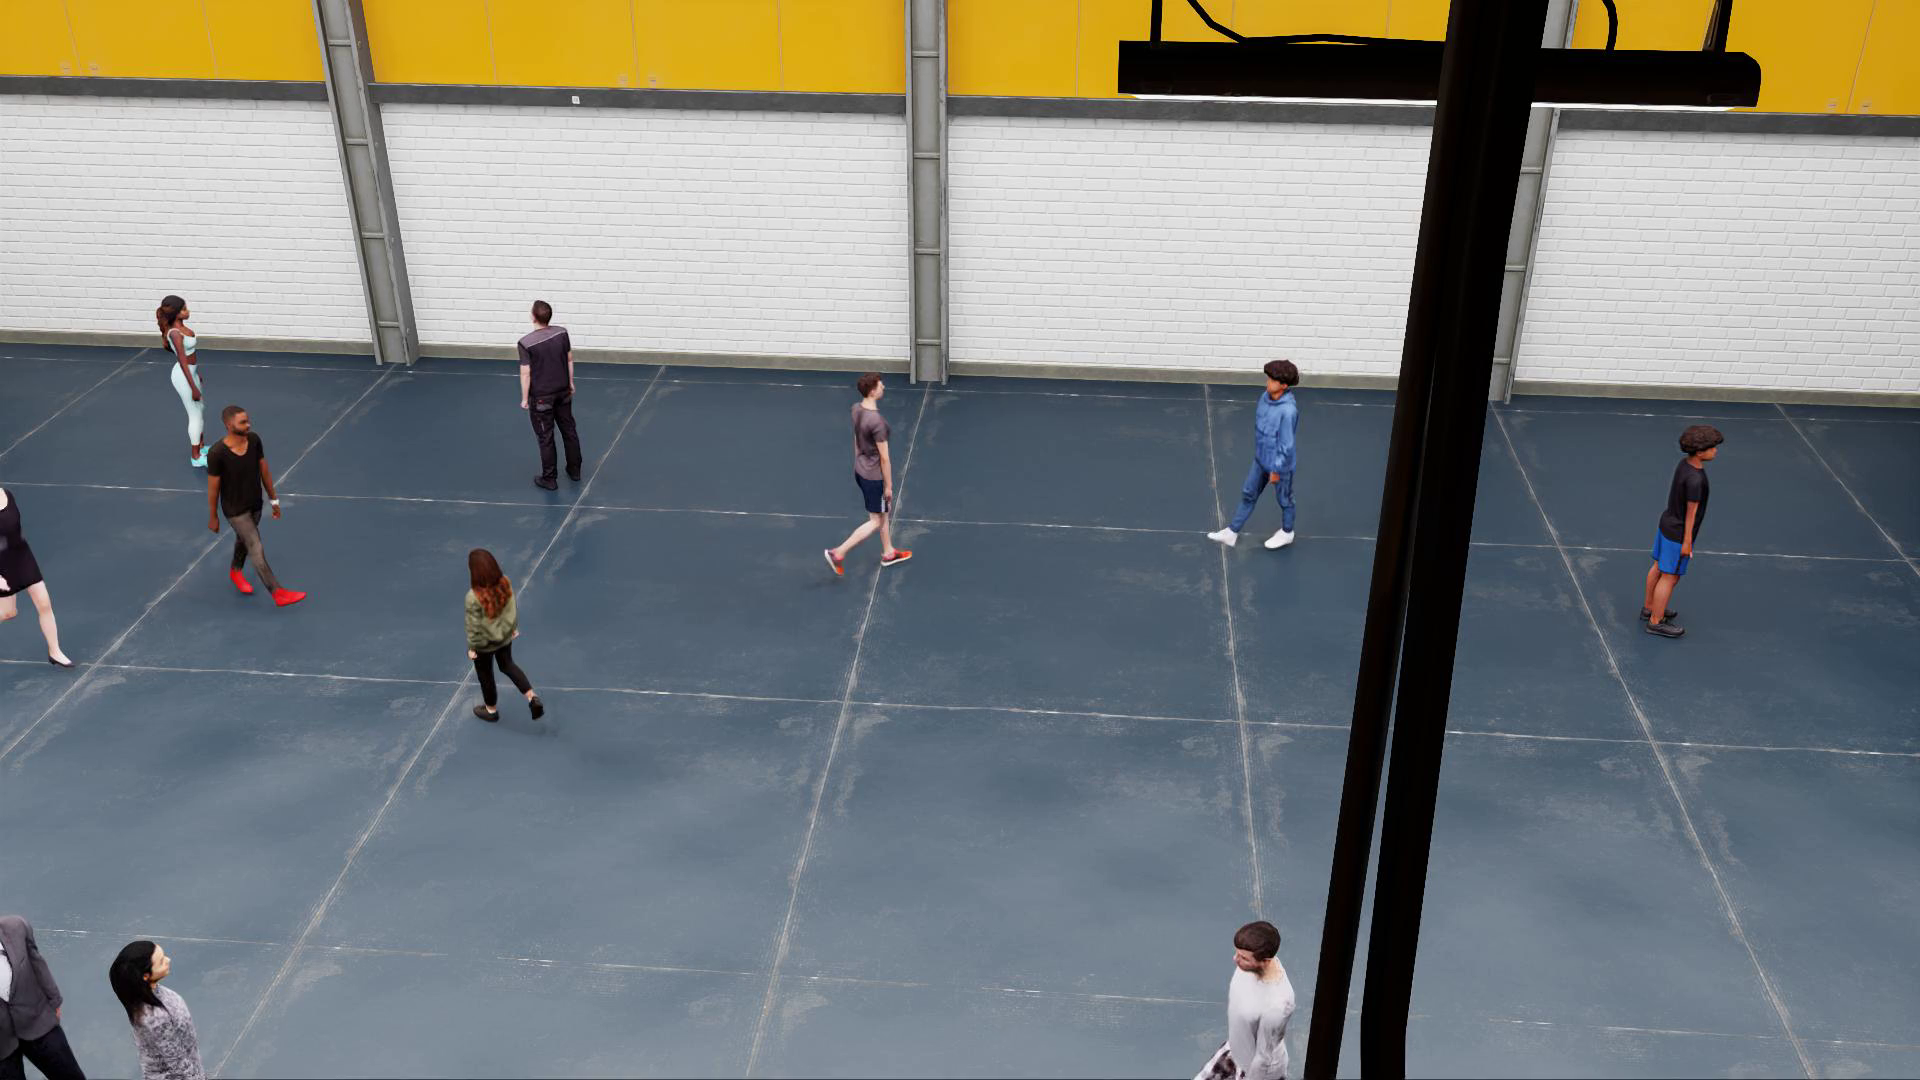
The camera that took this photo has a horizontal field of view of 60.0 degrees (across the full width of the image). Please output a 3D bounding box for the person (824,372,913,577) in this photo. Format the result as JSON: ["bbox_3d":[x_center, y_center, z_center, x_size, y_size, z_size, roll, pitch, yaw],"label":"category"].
[{"bbox_3d":[-0.808,-0.520,14.021,1.185,1.828,1.024,-15,32,-25],"label":"person"}]

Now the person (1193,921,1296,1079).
[{"bbox_3d":[1.566,2.589,8.323,0.801,1.826,0.750,-3,29,-5],"label":"person"}]

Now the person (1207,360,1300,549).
[{"bbox_3d":[2.805,-0.725,14.447,1.161,1.780,0.995,-12,31,-21],"label":"person"}]

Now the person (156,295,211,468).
[{"bbox_3d":[-7.430,-1.535,15.996,0.647,1.719,0.647,-10,30,-17],"label":"person"}]

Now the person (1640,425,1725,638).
[{"bbox_3d":[5.738,-0.096,13.277,0.558,1.796,0.626,5,29,9],"label":"person"}]

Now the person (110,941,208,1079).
[{"bbox_3d":[-3.964,2.702,8.228,0.894,1.719,0.830,-20,34,-32],"label":"person"}]

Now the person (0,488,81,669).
[{"bbox_3d":[-7.339,0.208,12.712,1.111,1.803,0.735,8,30,14],"label":"person"}]

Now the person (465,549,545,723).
[{"bbox_3d":[-3.355,0.734,12.104,0.963,1.463,0.826,17,33,28],"label":"person"}]

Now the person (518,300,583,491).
[{"bbox_3d":[-3.839,-1.374,15.565,0.792,1.849,0.833,-25,37,-37],"label":"person"}]

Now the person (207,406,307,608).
[{"bbox_3d":[-5.975,-0.298,13.676,1.269,1.768,0.977,17,33,28],"label":"person"}]
